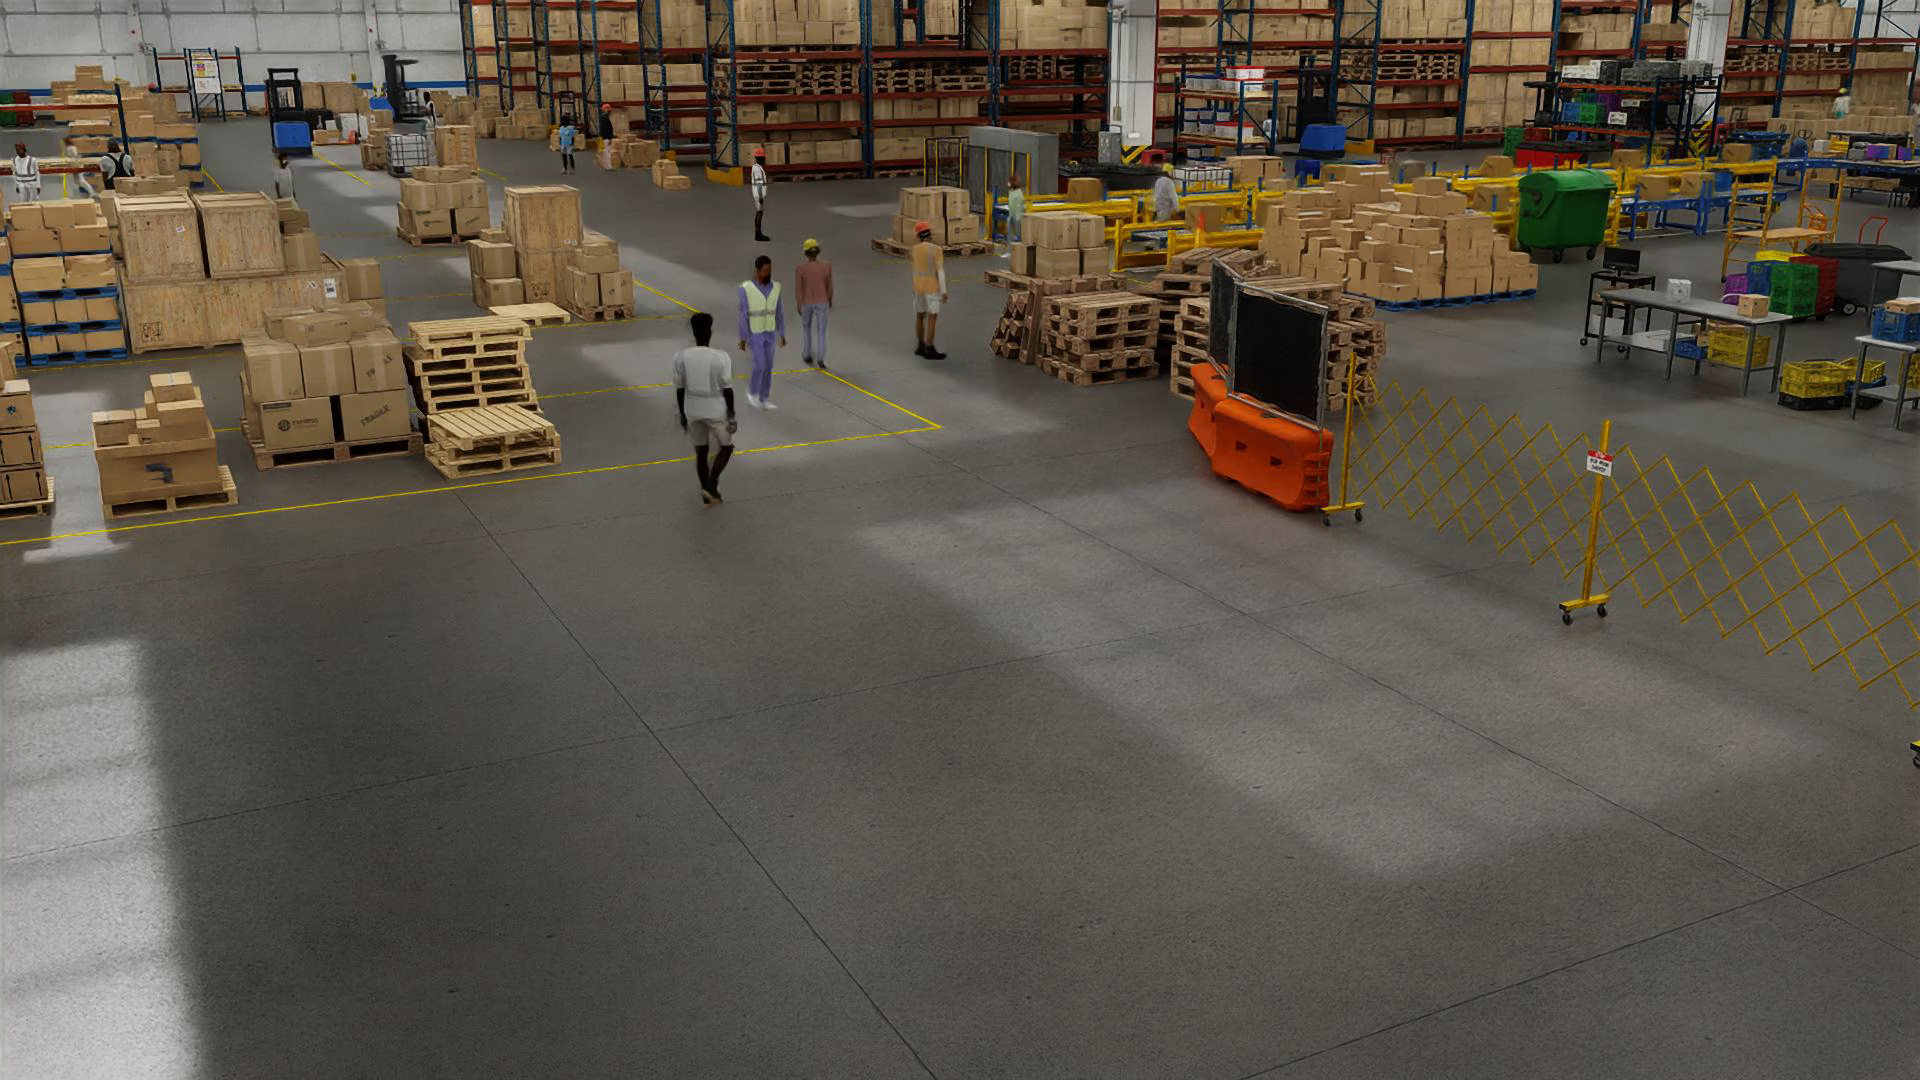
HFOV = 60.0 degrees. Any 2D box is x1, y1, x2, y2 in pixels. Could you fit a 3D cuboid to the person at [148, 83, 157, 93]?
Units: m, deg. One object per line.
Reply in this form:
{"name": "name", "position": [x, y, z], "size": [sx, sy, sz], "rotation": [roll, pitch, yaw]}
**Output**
{"name": "person", "position": [-31.789, -16.990, 65.424], "size": [1.027, 1.889, 0.538], "rotation": [-3, 18, -10]}

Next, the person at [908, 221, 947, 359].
{"name": "person", "position": [-0.436, -3.499, 23.349], "size": [0.682, 1.890, 0.438], "rotation": [12, 22, 34]}

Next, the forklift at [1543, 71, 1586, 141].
{"name": "forklift", "position": [18.685, -13.231, 52.085], "size": [1.873, 2.768, 1.129], "rotation": [-9, 20, -26]}

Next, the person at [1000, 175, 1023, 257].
{"name": "person", "position": [1.143, -6.382, 32.767], "size": [0.652, 1.615, 0.501], "rotation": [-9, 20, -27]}

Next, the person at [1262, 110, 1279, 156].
{"name": "person", "position": [9.669, -12.546, 51.874], "size": [0.542, 1.686, 0.389], "rotation": [-4, 18, -11]}

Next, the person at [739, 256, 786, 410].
{"name": "person", "position": [-2.397, -2.512, 20.244], "size": [0.620, 1.898, 0.453], "rotation": [-15, 23, -40]}

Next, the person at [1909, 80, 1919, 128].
{"name": "person", "position": [39.287, -17.949, 68.336], "size": [0.636, 1.940, 1.052], "rotation": [-9, 20, -27]}

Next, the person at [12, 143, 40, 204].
{"name": "person", "position": [-20.753, -7.883, 37.019], "size": [0.574, 1.882, 0.358], "rotation": [1, 18, 3]}

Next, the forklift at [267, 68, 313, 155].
{"name": "forklift", "position": [-22.327, -14.239, 55.224], "size": [1.129, 2.768, 1.873], "rotation": [-9, 20, -26]}

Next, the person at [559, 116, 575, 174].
{"name": "person", "position": [-11.586, -11.642, 49.040], "size": [0.539, 1.696, 0.317], "rotation": [8, 19, 23]}

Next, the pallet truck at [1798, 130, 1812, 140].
{"name": "pallet truck", "position": [25.526, -11.556, 49.408], "size": [1.630, 1.274, 0.653], "rotation": [-9, 20, -26]}

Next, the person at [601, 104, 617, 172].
{"name": "person", "position": [-10.517, -12.003, 49.681], "size": [0.381, 1.994, 0.622], "rotation": [-7, 19, -22]}

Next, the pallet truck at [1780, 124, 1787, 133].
{"name": "pallet truck", "position": [25.206, -12.542, 52.601], "size": [1.601, 1.201, 0.680], "rotation": [0, 18, -2]}

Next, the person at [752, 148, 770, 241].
{"name": "person", "position": [-4.190, -7.283, 35.061], "size": [0.368, 1.933, 0.553], "rotation": [-3, 18, -9]}

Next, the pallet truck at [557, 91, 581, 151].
{"name": "pallet truck", "position": [-13.495, -14.412, 57.188], "size": [0.823, 1.965, 1.885], "rotation": [-3, 18, -9]}

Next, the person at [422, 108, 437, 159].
{"name": "person", "position": [-17.264, -13.208, 54.026], "size": [0.494, 1.624, 0.537], "rotation": [7, 19, 20]}

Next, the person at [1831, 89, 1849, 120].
{"name": "person", "position": [34.055, -16.603, 64.461], "size": [0.890, 1.724, 0.545], "rotation": [-10, 20, -29]}

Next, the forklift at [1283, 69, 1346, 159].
{"name": "forklift", "position": [11.615, -13.871, 54.079], "size": [1.129, 2.768, 1.873], "rotation": [-9, 20, -27]}

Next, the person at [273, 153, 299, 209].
{"name": "person", "position": [-14.046, -7.171, 34.853], "size": [0.653, 1.846, 0.550], "rotation": [9, 20, 27]}

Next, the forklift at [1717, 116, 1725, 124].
{"name": "forklift", "position": [25.644, -15.072, 57.822], "size": [1.873, 2.768, 1.129], "rotation": [-9, 20, -26]}

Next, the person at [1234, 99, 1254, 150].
{"name": "person", "position": [9.865, -14.410, 57.335], "size": [0.874, 1.915, 0.552], "rotation": [-9, 20, -25]}

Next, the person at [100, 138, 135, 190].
{"name": "person", "position": [-18.437, -7.773, 36.422], "size": [0.682, 2.000, 0.537], "rotation": [-16, 24, -41]}

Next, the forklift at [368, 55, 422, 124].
{"name": "forklift", "position": [-23.849, -18.946, 69.900], "size": [1.873, 2.768, 1.129], "rotation": [0, 18, -1]}

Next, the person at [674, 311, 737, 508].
{"name": "person", "position": [-2.470, -1.249, 16.214], "size": [0.642, 1.954, 0.442], "rotation": [5, 18, 16]}

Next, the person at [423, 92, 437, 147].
{"name": "person", "position": [-18.612, -14.786, 58.497], "size": [0.390, 1.912, 0.589], "rotation": [-11, 21, -31]}

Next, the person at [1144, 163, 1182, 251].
{"name": "person", "position": [4.101, -6.657, 33.377], "size": [0.960, 1.787, 0.593], "rotation": [-6, 19, -19]}

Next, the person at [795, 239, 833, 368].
{"name": "person", "position": [-2.008, -3.269, 22.878], "size": [0.528, 1.740, 0.784], "rotation": [-3, 18, -9]}

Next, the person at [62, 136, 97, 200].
{"name": "person", "position": [-22.611, -9.512, 42.546], "size": [0.810, 1.605, 0.527], "rotation": [-2, 18, -8]}
